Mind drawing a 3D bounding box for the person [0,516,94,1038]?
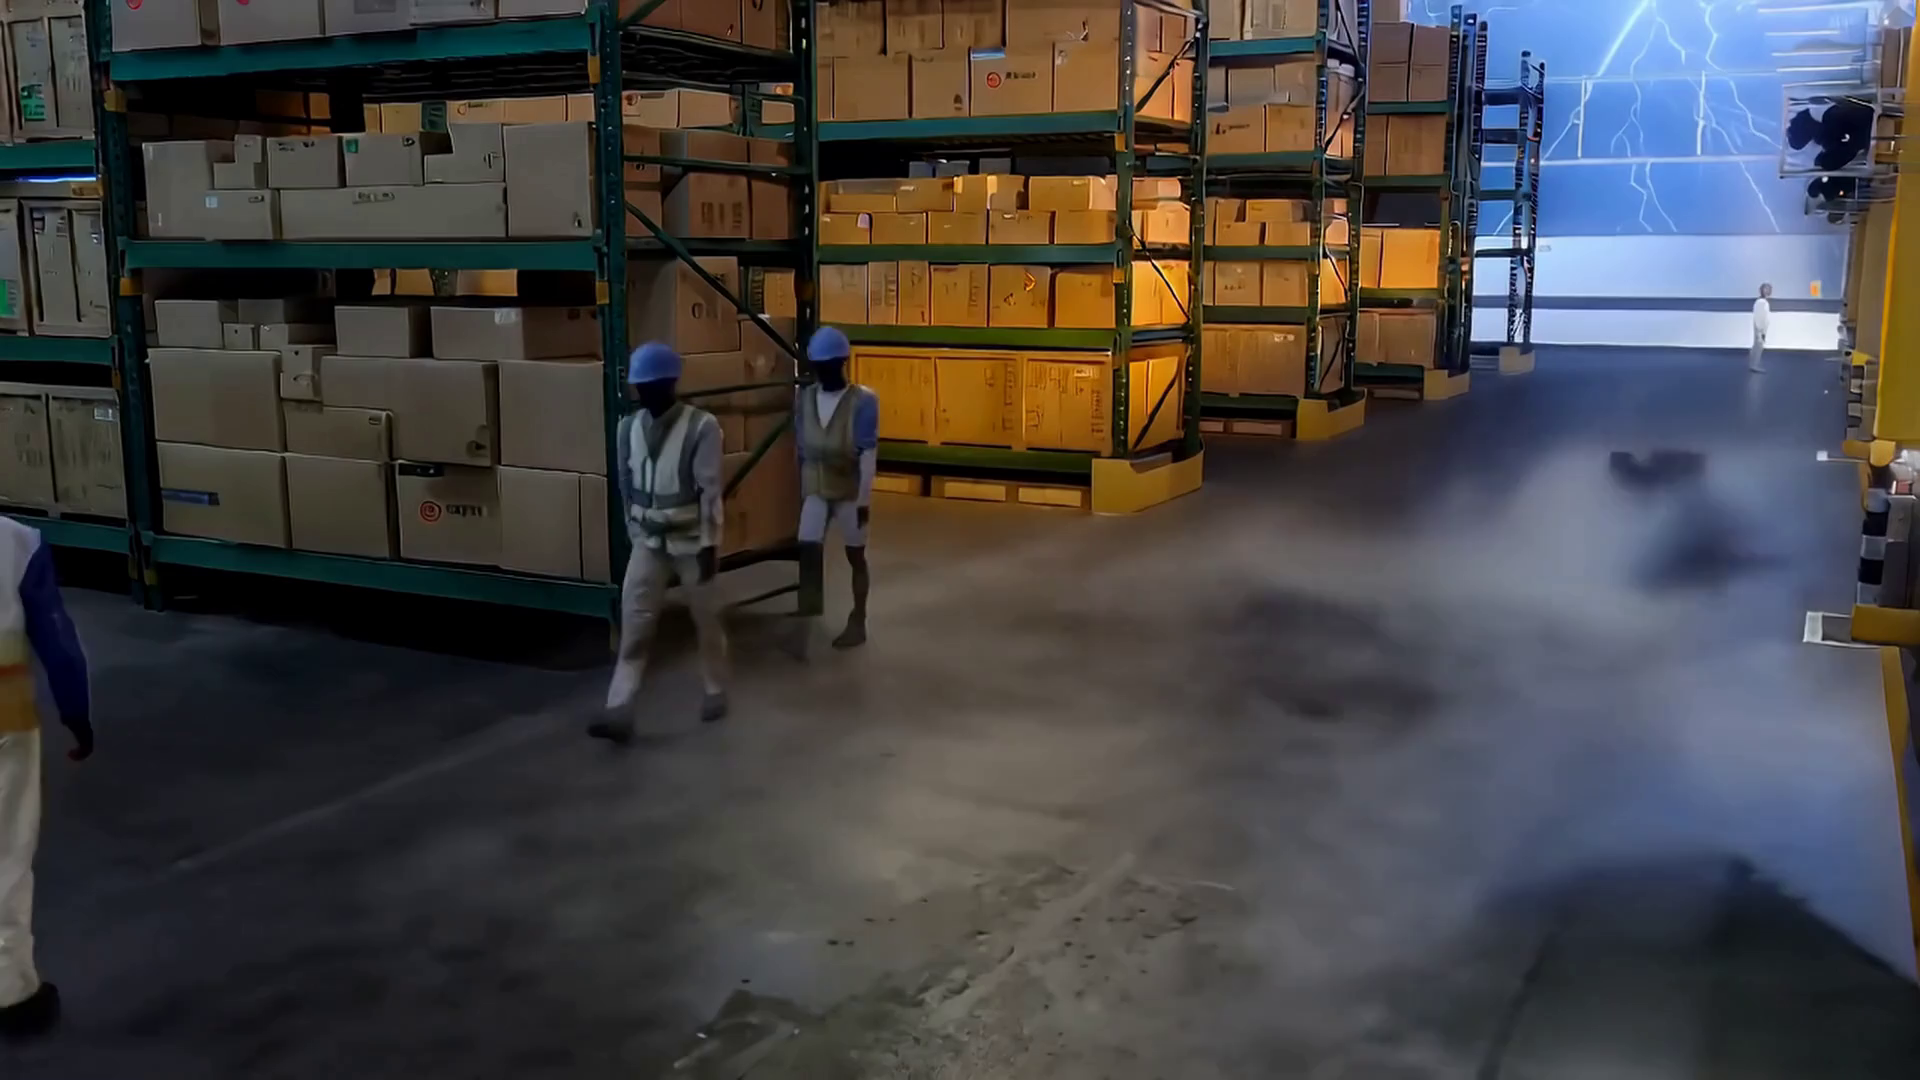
[{"bbox_3d":[-3.049,0.556,5.136,0.669,1.796,0.862,-3,10,-19],"label":"person"}]

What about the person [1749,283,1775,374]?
[{"bbox_3d":[15.517,-4.085,32.155,0.341,1.750,0.565,2,10,14],"label":"person"}]

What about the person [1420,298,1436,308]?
[{"bbox_3d":[10.179,-4.764,35.760,0.922,1.875,0.655,6,11,31],"label":"person"}]

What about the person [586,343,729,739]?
[{"bbox_3d":[-1.422,0.020,7.965,0.627,1.901,0.964,4,10,20],"label":"person"}]

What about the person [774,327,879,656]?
[{"bbox_3d":[-0.773,-0.258,9.559,0.574,1.900,0.901,5,11,25],"label":"person"}]

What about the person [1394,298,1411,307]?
[{"bbox_3d":[10.083,-5.064,38.014,0.491,1.681,0.921,-4,11,-22],"label":"person"}]
